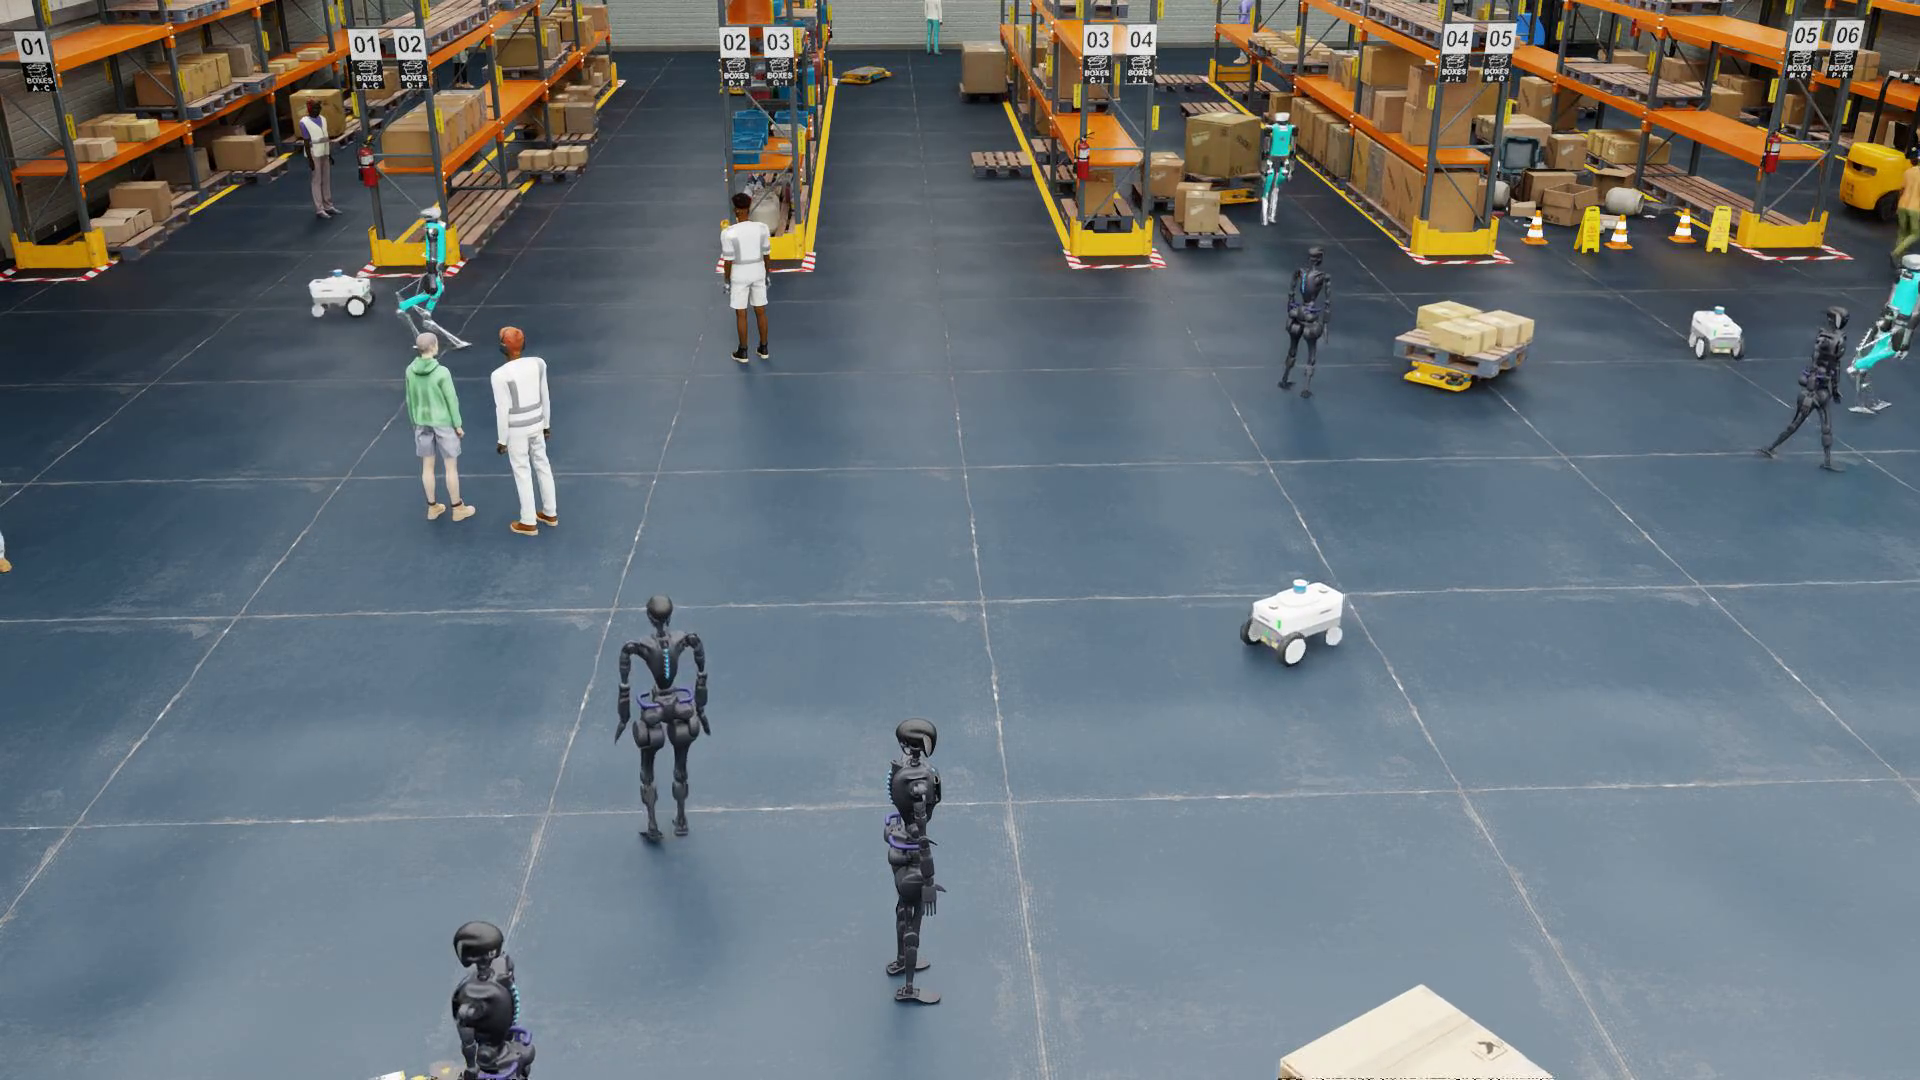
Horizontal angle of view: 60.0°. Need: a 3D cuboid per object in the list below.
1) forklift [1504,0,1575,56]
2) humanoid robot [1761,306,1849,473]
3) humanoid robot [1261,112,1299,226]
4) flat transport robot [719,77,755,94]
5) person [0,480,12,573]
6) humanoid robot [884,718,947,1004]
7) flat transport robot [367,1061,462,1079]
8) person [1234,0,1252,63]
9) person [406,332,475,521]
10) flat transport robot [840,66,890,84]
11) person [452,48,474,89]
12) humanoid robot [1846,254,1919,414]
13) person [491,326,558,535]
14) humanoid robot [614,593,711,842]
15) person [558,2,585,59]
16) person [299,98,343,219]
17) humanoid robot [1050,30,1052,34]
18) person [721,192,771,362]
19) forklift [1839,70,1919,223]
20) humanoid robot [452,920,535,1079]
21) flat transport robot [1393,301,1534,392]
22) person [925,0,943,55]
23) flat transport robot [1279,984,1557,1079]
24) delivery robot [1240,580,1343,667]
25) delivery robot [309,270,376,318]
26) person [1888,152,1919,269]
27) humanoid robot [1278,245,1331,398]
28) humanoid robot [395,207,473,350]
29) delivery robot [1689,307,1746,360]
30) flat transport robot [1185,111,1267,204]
[{"bbox_3d":[14.700,-13.805,42.301,1.873,2.768,1.129,-1,24,-2],"label":"forklift"},{"bbox_3d":[8.319,-1.483,16.142,0.589,1.630,0.788,-18,30,-35],"label":"humanoid robot"},{"bbox_3d":[4.793,-5.622,25.418,0.544,1.885,0.738,-2,24,-5],"label":"humanoid robot"},{"bbox_3d":[-4.998,-10.251,37.506,0.659,0.231,1.431,1,24,1],"label":"flat transport robot"},{"bbox_3d":[-8.305,-0.582,13.796,0.576,1.888,0.379,-16,29,-32],"label":"person"},{"bbox_3d":[-0.244,1.687,8.932,0.315,1.657,0.599,-3,24,-8],"label":"humanoid robot"},{"bbox_3d":[-3.056,2.932,7.885,1.431,0.231,0.659,-10,26,-21],"label":"flat transport robot"},{"bbox_3d":[7.061,-12.754,41.249,0.395,1.799,0.590,11,26,23],"label":"person"},{"bbox_3d":[-4.705,-1.007,14.924,0.477,1.739,0.317,5,25,12],"label":"person"},{"bbox_3d":[-2.213,-10.865,38.886,0.659,0.231,1.431,9,26,19],"label":"flat transport robot"},{"bbox_3d":[-11.302,-11.064,37.575,0.539,1.695,0.317,15,28,31],"label":"person"},{"bbox_3d":[9.597,-2.092,17.378,0.891,1.766,0.540,-2,24,-5],"label":"humanoid robot"},{"bbox_3d":[-3.841,-0.963,14.651,0.337,1.882,0.581,16,29,32],"label":"person"},{"bbox_3d":[-1.842,1.091,10.294,0.597,1.661,0.330,-10,26,-22],"label":"humanoid robot"},{"bbox_3d":[-9.684,-12.616,40.897,0.805,1.838,0.527,1,24,2],"label":"person"},{"bbox_3d":[-10.001,-5.960,25.935,0.391,1.838,0.563,6,25,13],"label":"person"},{"bbox_3d":[2.511,-12.668,41.258,0.539,1.884,0.734,-15,28,-31],"label":"humanoid robot"},{"bbox_3d":[-2.460,-3.032,19.201,0.605,1.966,0.368,-14,28,-28],"label":"person"},{"bbox_3d":[15.132,-6.143,25.915,2.313,2.155,1.214,-1,24,-2],"label":"forklift"},{"bbox_3d":[-2.064,2.397,7.367,0.468,1.644,0.612,2,24,5],"label":"humanoid robot"},{"bbox_3d":[5.714,-2.000,18.965,0.659,0.231,1.431,20,31,38],"label":"flat transport robot"},{"bbox_3d":[-0.661,-13.337,42.598,0.531,1.766,0.326,18,30,35],"label":"person"},{"bbox_3d":[2.145,3.072,7.570,1.431,0.231,0.659,-15,28,-31],"label":"flat transport robot"},{"bbox_3d":[2.581,0.598,12.775,0.791,0.592,0.499,-15,28,-30],"label":"delivery robot"},{"bbox_3d":[-7.871,-3.140,21.169,0.790,0.589,0.499,-2,24,-4],"label":"delivery robot"},{"bbox_3d":[13.104,-4.556,22.950,0.519,1.705,0.448,-11,26,-23],"label":"person"},{"bbox_3d":[3.789,-2.405,18.166,0.354,1.627,0.590,-21,31,-38],"label":"humanoid robot"},{"bbox_3d":[-6.253,-2.982,19.385,0.912,1.769,0.542,-3,24,-6],"label":"humanoid robot"},{"bbox_3d":[8.912,-2.434,19.598,0.499,0.601,0.783,1,24,2],"label":"delivery robot"},{"bbox_3d":[4.286,-5.787,27.477,0.659,0.231,1.431,-9,25,-18],"label":"flat transport robot"}]
